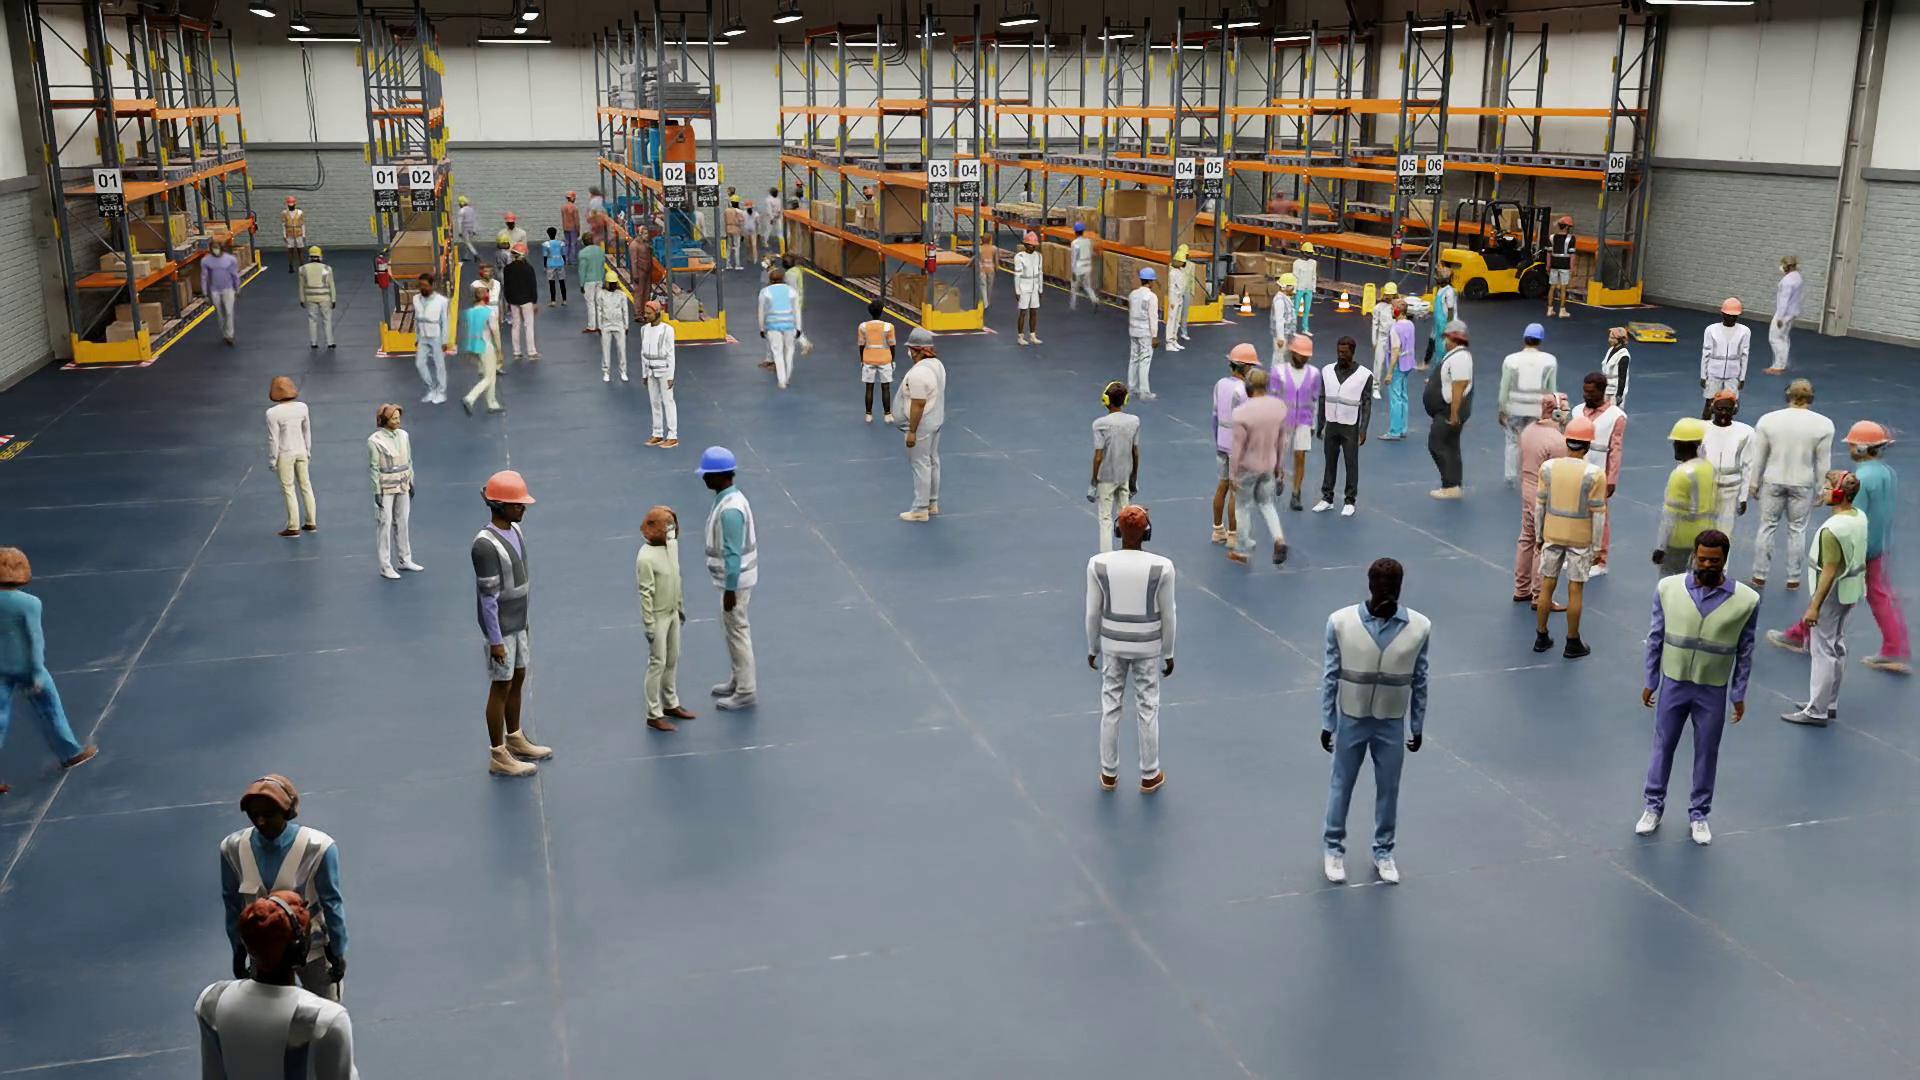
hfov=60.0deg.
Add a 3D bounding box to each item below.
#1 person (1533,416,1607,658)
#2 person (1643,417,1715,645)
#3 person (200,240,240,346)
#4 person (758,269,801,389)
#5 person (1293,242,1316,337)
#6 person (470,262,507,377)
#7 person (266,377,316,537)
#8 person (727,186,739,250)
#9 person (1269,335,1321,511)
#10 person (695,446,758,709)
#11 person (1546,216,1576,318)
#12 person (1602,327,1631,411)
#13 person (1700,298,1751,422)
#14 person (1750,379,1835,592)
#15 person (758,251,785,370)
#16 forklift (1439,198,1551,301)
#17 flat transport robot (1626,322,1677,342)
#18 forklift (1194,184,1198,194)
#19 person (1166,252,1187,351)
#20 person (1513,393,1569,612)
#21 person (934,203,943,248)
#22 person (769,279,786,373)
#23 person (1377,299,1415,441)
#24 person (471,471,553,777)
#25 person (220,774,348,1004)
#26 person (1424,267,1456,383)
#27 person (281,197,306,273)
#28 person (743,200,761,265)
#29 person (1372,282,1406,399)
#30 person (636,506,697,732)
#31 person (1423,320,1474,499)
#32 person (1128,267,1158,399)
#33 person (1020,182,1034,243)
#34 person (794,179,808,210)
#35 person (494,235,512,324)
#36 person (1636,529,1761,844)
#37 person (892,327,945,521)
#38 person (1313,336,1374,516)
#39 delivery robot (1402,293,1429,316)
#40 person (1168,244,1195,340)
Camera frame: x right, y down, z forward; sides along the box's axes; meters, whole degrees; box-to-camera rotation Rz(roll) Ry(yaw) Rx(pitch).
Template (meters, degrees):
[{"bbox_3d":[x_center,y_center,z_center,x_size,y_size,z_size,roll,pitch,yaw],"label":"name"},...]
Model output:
[{"bbox_3d":[4.849,-0.024,13.226,0.552,1.934,0.363,13,20,40],"label":"person"},{"bbox_3d":[5.756,-0.032,13.313,0.409,1.912,0.585,14,20,42],"label":"person"},{"bbox_3d":[-13.328,-4.455,29.994,0.643,1.882,1.042,-4,15,-14],"label":"person"},{"bbox_3d":[-2.805,-3.281,25.738,0.636,1.800,0.841,-5,16,-18],"label":"person"},{"bbox_3d":[6.435,-4.677,31.083,0.526,1.760,0.341,-7,16,-25],"label":"person"},{"bbox_3d":[-7.568,-3.523,26.591,0.396,1.835,0.564,11,18,35],"label":"person"},{"bbox_3d":[-6.803,-0.845,16.896,0.273,1.632,0.508,8,17,27],"label":"person"},{"bbox_3d":[-6.674,-9.492,49.051,0.337,1.838,0.506,1,15,5],"label":"person"},{"bbox_3d":[3.622,-1.315,18.161,0.568,1.908,0.830,0,15,1],"label":"person"},{"bbox_3d":[-1.686,0.269,12.128,0.426,1.938,0.625,-3,15,-12],"label":"person"},{"bbox_3d":[12.237,-5.552,33.844,0.394,2.034,0.605,-13,19,-40],"label":"person"},{"bbox_3d":[8.089,-1.815,20.559,0.313,1.633,0.518,0,15,1],"label":"person"},{"bbox_3d":[9.678,-2.106,21.078,0.544,1.930,0.388,4,15,16],"label":"person"},{"bbox_3d":[7.471,-0.491,15.011,0.633,1.931,0.374,9,17,30],"label":"person"},{"bbox_3d":[-3.091,-3.761,27.287,0.372,1.940,0.630,-11,19,-37],"label":"person"},{"bbox_3d":[11.913,-6.508,37.130,2.313,2.155,1.214,-4,15,-15],"label":"forklift"},{"bbox_3d":[12.828,-3.865,30.871,0.652,0.197,1.431,3,15,12],"label":"flat transport robot"},{"bbox_3d":[7.392,-11.333,53.972,1.873,2.768,1.129,-4,15,-15],"label":"forklift"},{"bbox_3d":[3.847,-4.221,29.404,0.321,1.736,0.487,8,17,27],"label":"person"},{"bbox_3d":[5.100,-0.336,14.460,0.407,1.908,0.641,-3,15,-10],"label":"person"},{"bbox_3d":[-0.605,-9.244,48.292,0.295,1.744,0.484,-1,15,-5],"label":"person"},{"bbox_3d":[-2.935,-3.542,27.045,0.268,1.632,0.506,3,15,10],"label":"person"},{"bbox_3d":[5.707,-2.206,21.614,0.372,1.843,0.570,11,18,35],"label":"person"},{"bbox_3d":[-2.943,0.543,10.914,0.404,2.035,0.606,1,15,5],"label":"person"},{"bbox_3d":[-2.861,1.760,7.108,0.513,1.631,0.318,0,15,1],"label":"person"},{"bbox_3d":[7.452,-3.292,25.698,0.336,1.844,0.508,0,15,-1],"label":"person"},{"bbox_3d":[-17.002,-7.791,42.472,0.543,1.928,0.373,-5,16,-20],"label":"person"},{"bbox_3d":[-5.637,-8.274,44.694,0.557,1.718,0.830,-2,15,-8],"label":"person"},{"bbox_3d":[6.341,-2.946,24.626,0.490,1.734,0.324,0,15,1],"label":"person"},{"bbox_3d":[-2.083,0.543,11.696,0.293,1.623,0.507,5,16,17],"label":"person"},{"bbox_3d":[5.414,-1.467,18.458,0.546,2.000,0.790,5,16,18],"label":"person"},{"bbox_3d":[2.726,-3.064,24.668,0.418,1.939,0.609,-9,17,-30],"label":"person"},{"bbox_3d":[2.041,-10.041,51.051,0.534,1.868,0.309,-9,17,-29],"label":"person"},{"bbox_3d":[-4.964,-10.250,51.717,0.382,1.930,0.547,12,19,38],"label":"person"},{"bbox_3d":[-8.998,-5.170,32.959,0.484,1.745,0.307,12,19,37],"label":"person"},{"bbox_3d":[4.396,0.860,9.937,0.590,1.919,0.392,7,16,24],"label":"person"},{"bbox_3d":[-0.448,-1.228,17.559,0.537,2.000,0.682,5,16,18],"label":"person"},{"bbox_3d":[4.098,-1.227,17.791,0.591,1.919,0.391,11,18,35],"label":"person"},{"bbox_3d":[9.044,-4.692,33.261,0.477,0.478,0.707,-8,17,-28],"label":"delivery robot"},{"bbox_3d":[4.080,-4.556,30.612,0.530,1.765,0.326,-4,15,-13],"label":"person"}]
